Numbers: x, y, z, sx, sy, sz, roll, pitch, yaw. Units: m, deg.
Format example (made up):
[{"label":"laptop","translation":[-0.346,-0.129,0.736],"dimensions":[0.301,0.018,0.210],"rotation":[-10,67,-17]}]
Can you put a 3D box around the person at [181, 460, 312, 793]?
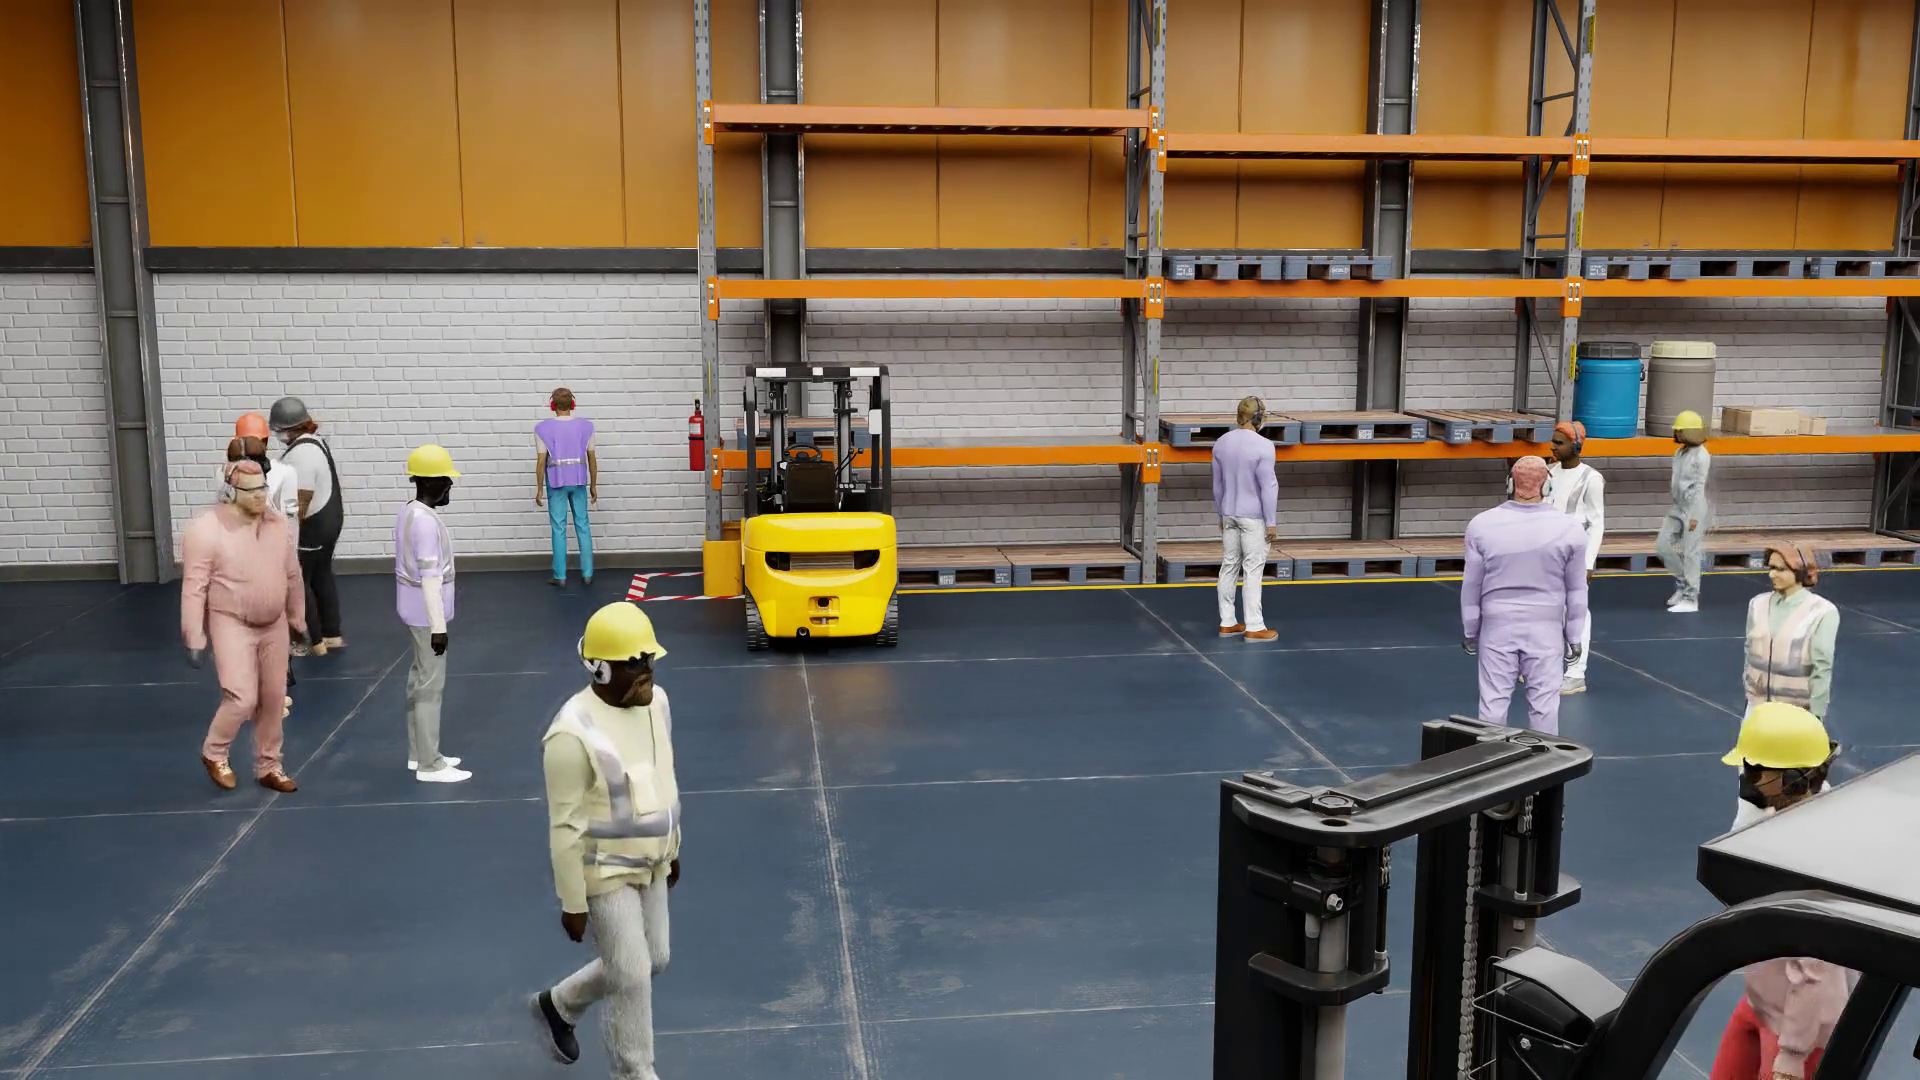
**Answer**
[{"label":"person","translation":[-3.936,0.487,9.168],"dimensions":[0.462,1.886,0.687],"rotation":[5,10,29]}]

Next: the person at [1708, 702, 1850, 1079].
[{"label":"person","translation":[2.263,1.301,4.525],"dimensions":[0.434,1.753,0.528],"rotation":[2,9,9]}]

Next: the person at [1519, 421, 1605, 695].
[{"label":"person","translation":[4.175,0.120,11.467],"dimensions":[0.357,1.881,0.574],"rotation":[-3,10,-18]}]

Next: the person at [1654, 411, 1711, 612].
[{"label":"person","translation":[6.171,-0.233,14.154],"dimensions":[0.383,1.730,0.488],"rotation":[-1,9,-9]}]

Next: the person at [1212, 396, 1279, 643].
[{"label":"person","translation":[2.251,-0.164,13.078],"dimensions":[0.373,1.935,0.628],"rotation":[-7,11,-37]}]

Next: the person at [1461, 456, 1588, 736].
[{"label":"person","translation":[3.077,0.489,9.095],"dimensions":[0.651,1.904,0.404],"rotation":[4,10,22]}]

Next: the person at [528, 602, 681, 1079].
[{"label":"person","translation":[-1.222,1.084,5.660],"dimensions":[0.661,1.814,0.609],"rotation":[4,10,21]}]

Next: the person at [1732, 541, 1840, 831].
[{"label":"person","translation":[4.015,0.799,8.023],"dimensions":[0.687,1.618,0.516],"rotation":[-4,10,-25]}]

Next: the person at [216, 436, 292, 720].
[{"label":"person","translation":[-4.590,0.242,10.833],"dimensions":[0.430,1.842,0.634],"rotation":[-3,10,-17]}]

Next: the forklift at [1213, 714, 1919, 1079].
[{"label":"forklift","translation":[1.441,1.425,2.350],"dimensions":[1.214,2.155,2.313],"rotation":[-7,12,-39]}]

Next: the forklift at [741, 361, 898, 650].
[{"label":"forklift","translation":[-1.154,-0.340,13.365],"dimensions":[1.214,2.155,2.313],"rotation":[-1,9,-7]}]

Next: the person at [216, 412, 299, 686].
[{"label":"person","translation":[-4.878,0.073,11.582],"dimensions":[0.542,1.940,0.355],"rotation":[-2,9,-14]}]

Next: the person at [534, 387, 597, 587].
[{"label":"person","translation":[-3.627,-0.483,15.357],"dimensions":[0.570,1.839,0.375],"rotation":[-5,10,-28]}]

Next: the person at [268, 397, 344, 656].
[{"label":"person","translation":[-4.919,-0.124,12.492],"dimensions":[0.543,2.000,0.701],"rotation":[-2,9,-11]}]

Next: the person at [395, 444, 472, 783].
[{"label":"person","translation":[-3.006,0.415,9.488],"dimensions":[0.383,1.924,0.594],"rotation":[-4,10,-26]}]
